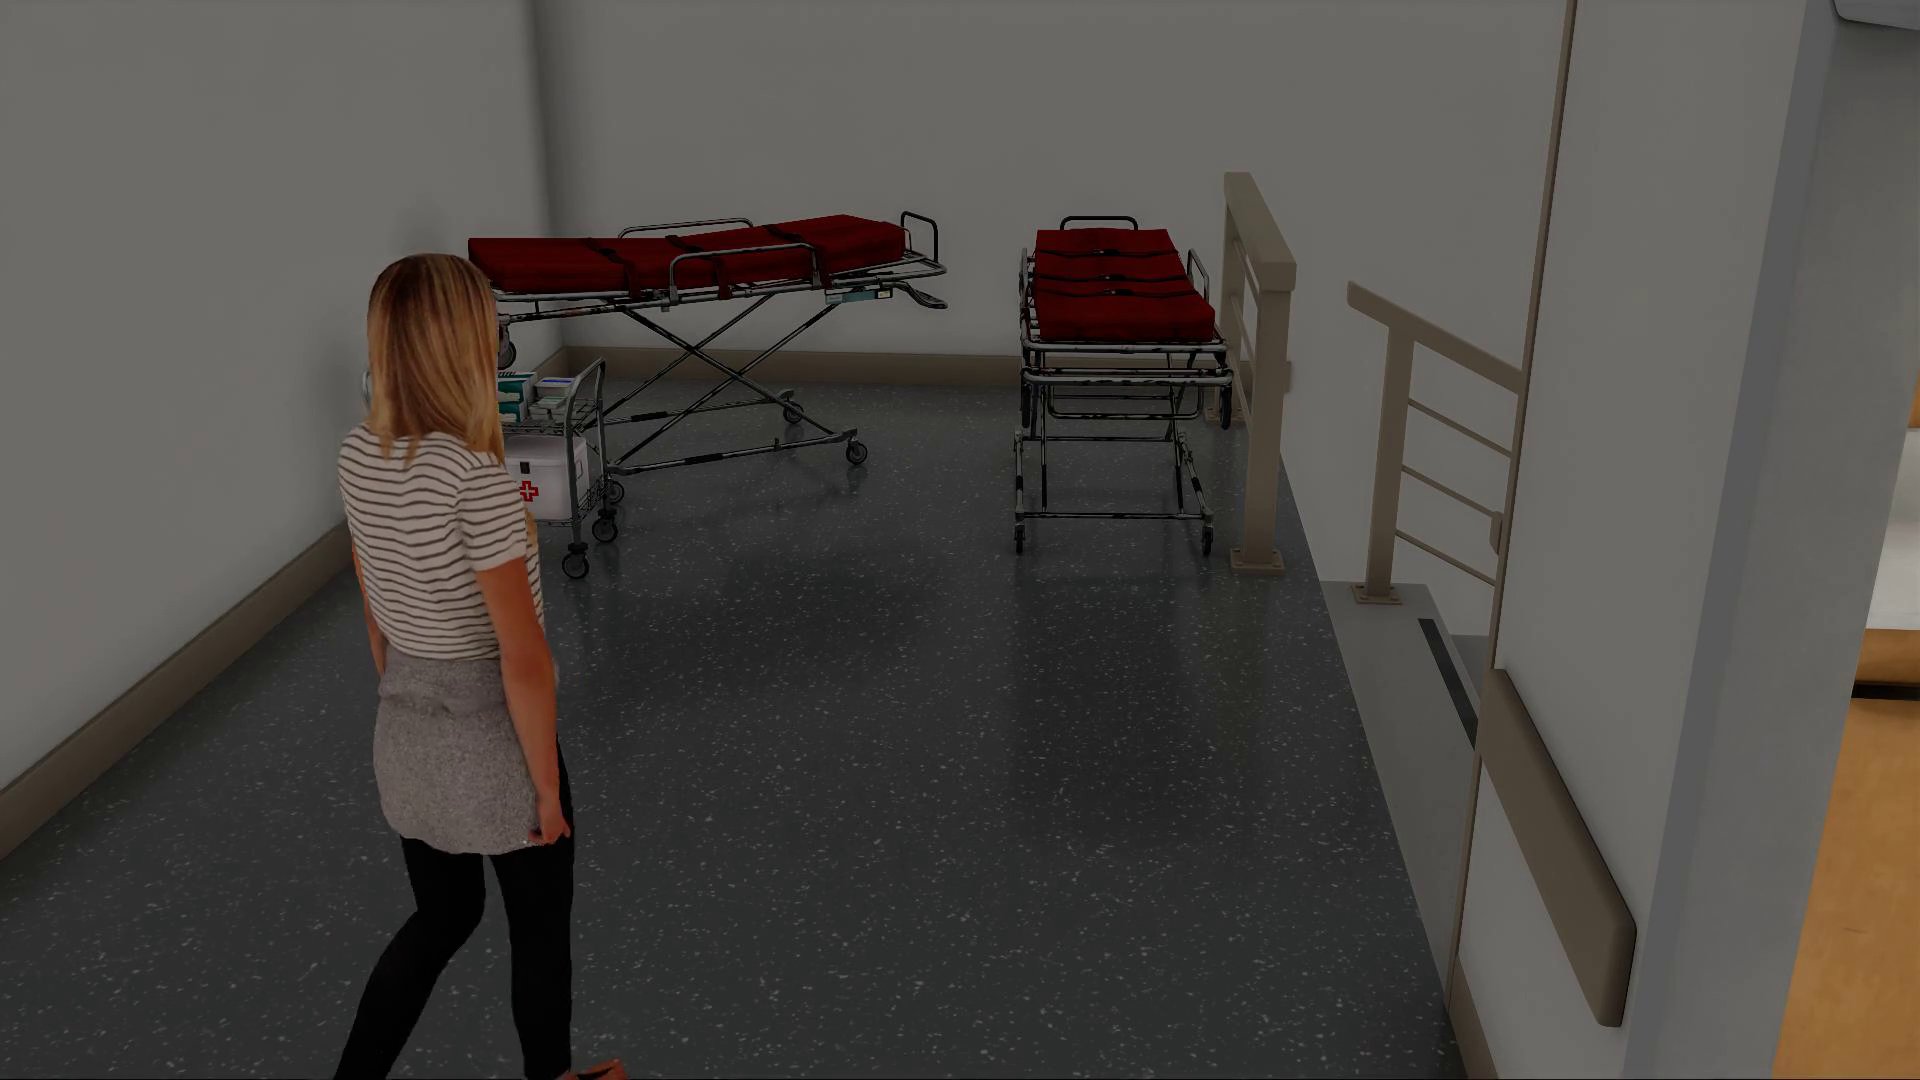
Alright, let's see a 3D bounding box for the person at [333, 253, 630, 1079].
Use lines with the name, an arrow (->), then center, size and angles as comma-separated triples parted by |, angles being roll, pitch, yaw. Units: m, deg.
person -> -0.932, 0.424, 2.915 | 0.844, 1.809, 1.075 | 10, 23, 25
